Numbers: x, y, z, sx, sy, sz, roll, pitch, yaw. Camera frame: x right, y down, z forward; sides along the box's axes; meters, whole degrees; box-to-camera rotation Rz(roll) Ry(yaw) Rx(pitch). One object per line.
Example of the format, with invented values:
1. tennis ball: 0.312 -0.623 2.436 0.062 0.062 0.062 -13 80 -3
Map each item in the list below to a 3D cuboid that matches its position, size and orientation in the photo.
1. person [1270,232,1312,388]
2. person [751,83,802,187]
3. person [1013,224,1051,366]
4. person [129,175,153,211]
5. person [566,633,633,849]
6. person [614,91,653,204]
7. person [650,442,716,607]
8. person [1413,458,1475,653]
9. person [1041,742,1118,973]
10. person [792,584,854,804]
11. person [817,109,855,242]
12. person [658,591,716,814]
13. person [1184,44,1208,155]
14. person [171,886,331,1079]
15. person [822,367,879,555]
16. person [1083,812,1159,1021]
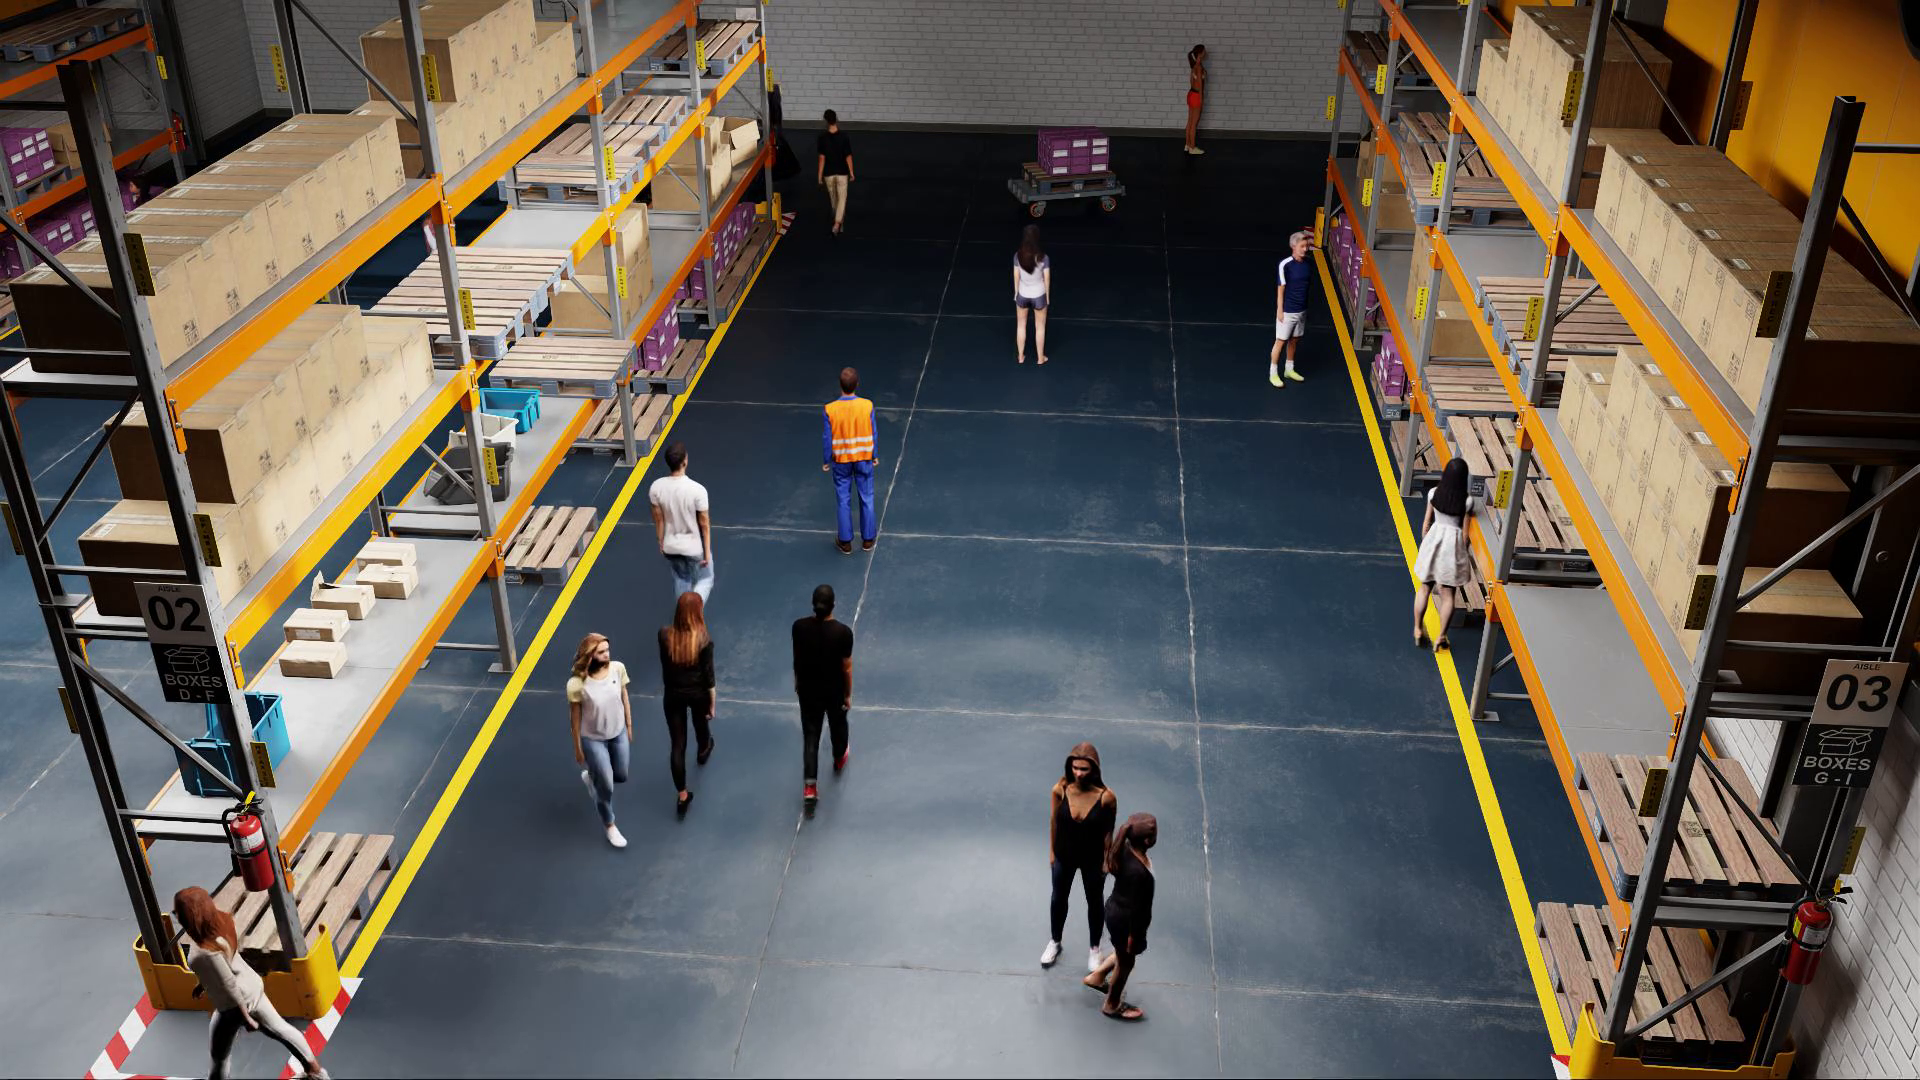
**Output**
1. person: 3.842 -2.694 19.248 0.721 1.838 0.763 -19 34 -30
2. person: -3.049 -6.404 26.300 1.020 1.599 1.177 -11 30 -19
3. person: 0.848 -2.921 19.800 0.633 1.707 0.585 8 30 14
4. person: -10.461 -3.927 21.668 0.863 1.684 0.853 -11 30 -19
5. person: -2.599 1.380 11.915 0.956 1.709 1.013 -21 35 -33
6. person: -4.958 -5.960 25.290 1.223 1.786 1.200 -18 33 -30
7. person: -2.373 0.064 14.181 0.771 1.849 0.993 7 29 12
8. person: 4.120 0.120 14.161 0.771 1.769 0.790 17 33 28
9. person: 0.775 2.023 10.722 0.617 1.723 0.569 7 29 12
10. person: -1.035 1.147 12.307 0.652 1.741 1.086 3 29 5
11. person: -1.788 -5.195 23.861 0.726 1.812 1.132 1 29 3
12. person: -2.047 1.218 12.265 0.593 1.657 1.136 3 29 5
13. person: 3.958 -7.420 27.960 0.702 1.792 0.583 -5 29 -9
14. person: -4.090 2.649 9.636 0.856 1.662 1.118 -5 29 -9
15. person: -1.018 -0.751 15.660 0.757 1.864 0.710 -6 29 -10
16. person: 0.972 2.339 10.333 0.640 1.539 0.576 0 29 -1
